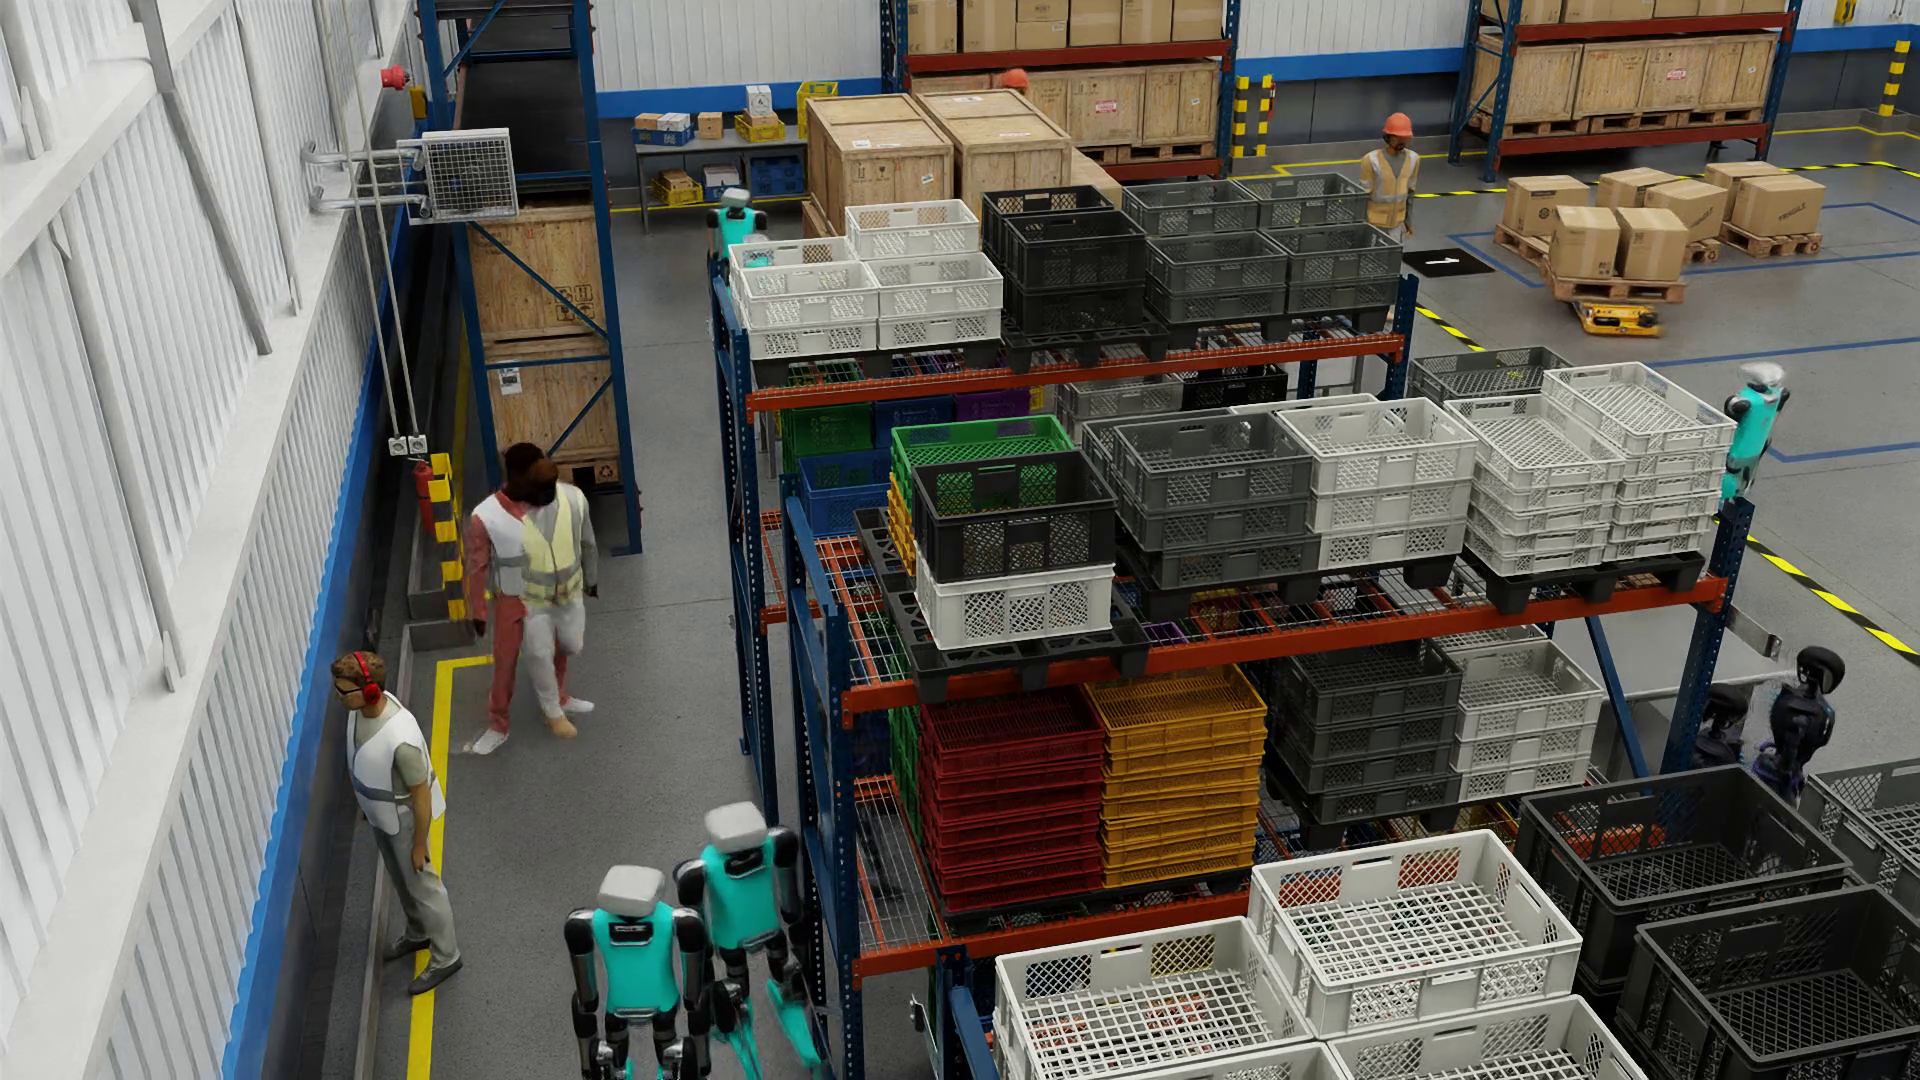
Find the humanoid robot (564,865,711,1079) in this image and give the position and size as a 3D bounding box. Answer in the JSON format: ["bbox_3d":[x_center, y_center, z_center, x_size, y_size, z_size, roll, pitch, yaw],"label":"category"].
[{"bbox_3d":[-1.228,2.125,6.375,0.529,1.731,0.721,-1,28,-2],"label":"humanoid robot"}]

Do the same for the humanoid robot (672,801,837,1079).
[{"bbox_3d":[-0.755,1.965,6.785,0.542,1.828,0.738,-17,32,-29],"label":"humanoid robot"}]

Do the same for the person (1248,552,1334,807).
[{"bbox_3d":[1.803,0.656,9.194,0.524,1.768,0.325,21,34,34],"label":"person"}]

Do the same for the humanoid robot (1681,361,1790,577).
[{"bbox_3d":[5.040,-0.483,11.243,0.533,1.677,0.735,-15,31,-26],"label":"humanoid robot"}]

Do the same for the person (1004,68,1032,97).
[{"bbox_3d":[0.549,-4.194,18.239,0.483,1.921,0.548,-8,29,-15],"label":"person"}]

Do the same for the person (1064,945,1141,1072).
[{"bbox_3d":[0.533,2.214,6.128,0.328,1.871,0.511,-6,28,-12],"label":"person"}]

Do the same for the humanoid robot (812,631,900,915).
[{"bbox_3d":[-0.616,1.170,8.333,0.646,1.630,0.596,3,28,6],"label":"humanoid robot"}]

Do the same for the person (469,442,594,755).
[{"bbox_3d":[-2.644,0.328,9.709,0.376,1.878,0.844,23,35,36],"label":"person"}]

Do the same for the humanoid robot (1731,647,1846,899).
[{"bbox_3d":[4.092,1.261,8.142,0.504,1.649,0.608,17,32,29],"label":"humanoid robot"}]

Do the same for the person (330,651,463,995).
[{"bbox_3d":[-2.646,1.309,7.870,0.373,1.842,0.568,-22,35,-36],"label":"person"}]

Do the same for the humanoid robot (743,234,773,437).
[{"bbox_3d":[-1.408,-1.684,13.671,0.883,1.761,0.564,-12,30,-21],"label":"humanoid robot"}]

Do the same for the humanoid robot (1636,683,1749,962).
[{"bbox_3d":[3.454,1.378,7.910,0.344,1.648,0.587,23,35,36],"label":"humanoid robot"}]

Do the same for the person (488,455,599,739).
[{"bbox_3d":[-2.477,0.263,9.889,0.669,1.815,0.617,-18,33,-30],"label":"person"}]

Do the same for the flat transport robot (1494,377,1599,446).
[{"bbox_3d":[4.780,-1.036,14.013,0.659,0.231,1.431,-6,28,-12],"label":"flat transport robot"}]

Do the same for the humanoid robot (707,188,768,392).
[{"bbox_3d":[-1.947,-2.060,14.475,0.555,1.883,0.791,0,28,0],"label":"humanoid robot"}]

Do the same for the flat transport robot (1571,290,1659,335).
[{"bbox_3d":[6.446,-2.384,16.540,0.652,0.197,1.431,3,28,6],"label":"flat transport robot"}]

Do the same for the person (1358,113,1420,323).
[{"bbox_3d":[4.088,-3.076,15.978,0.604,2.048,0.366,-7,29,-14],"label":"person"}]
